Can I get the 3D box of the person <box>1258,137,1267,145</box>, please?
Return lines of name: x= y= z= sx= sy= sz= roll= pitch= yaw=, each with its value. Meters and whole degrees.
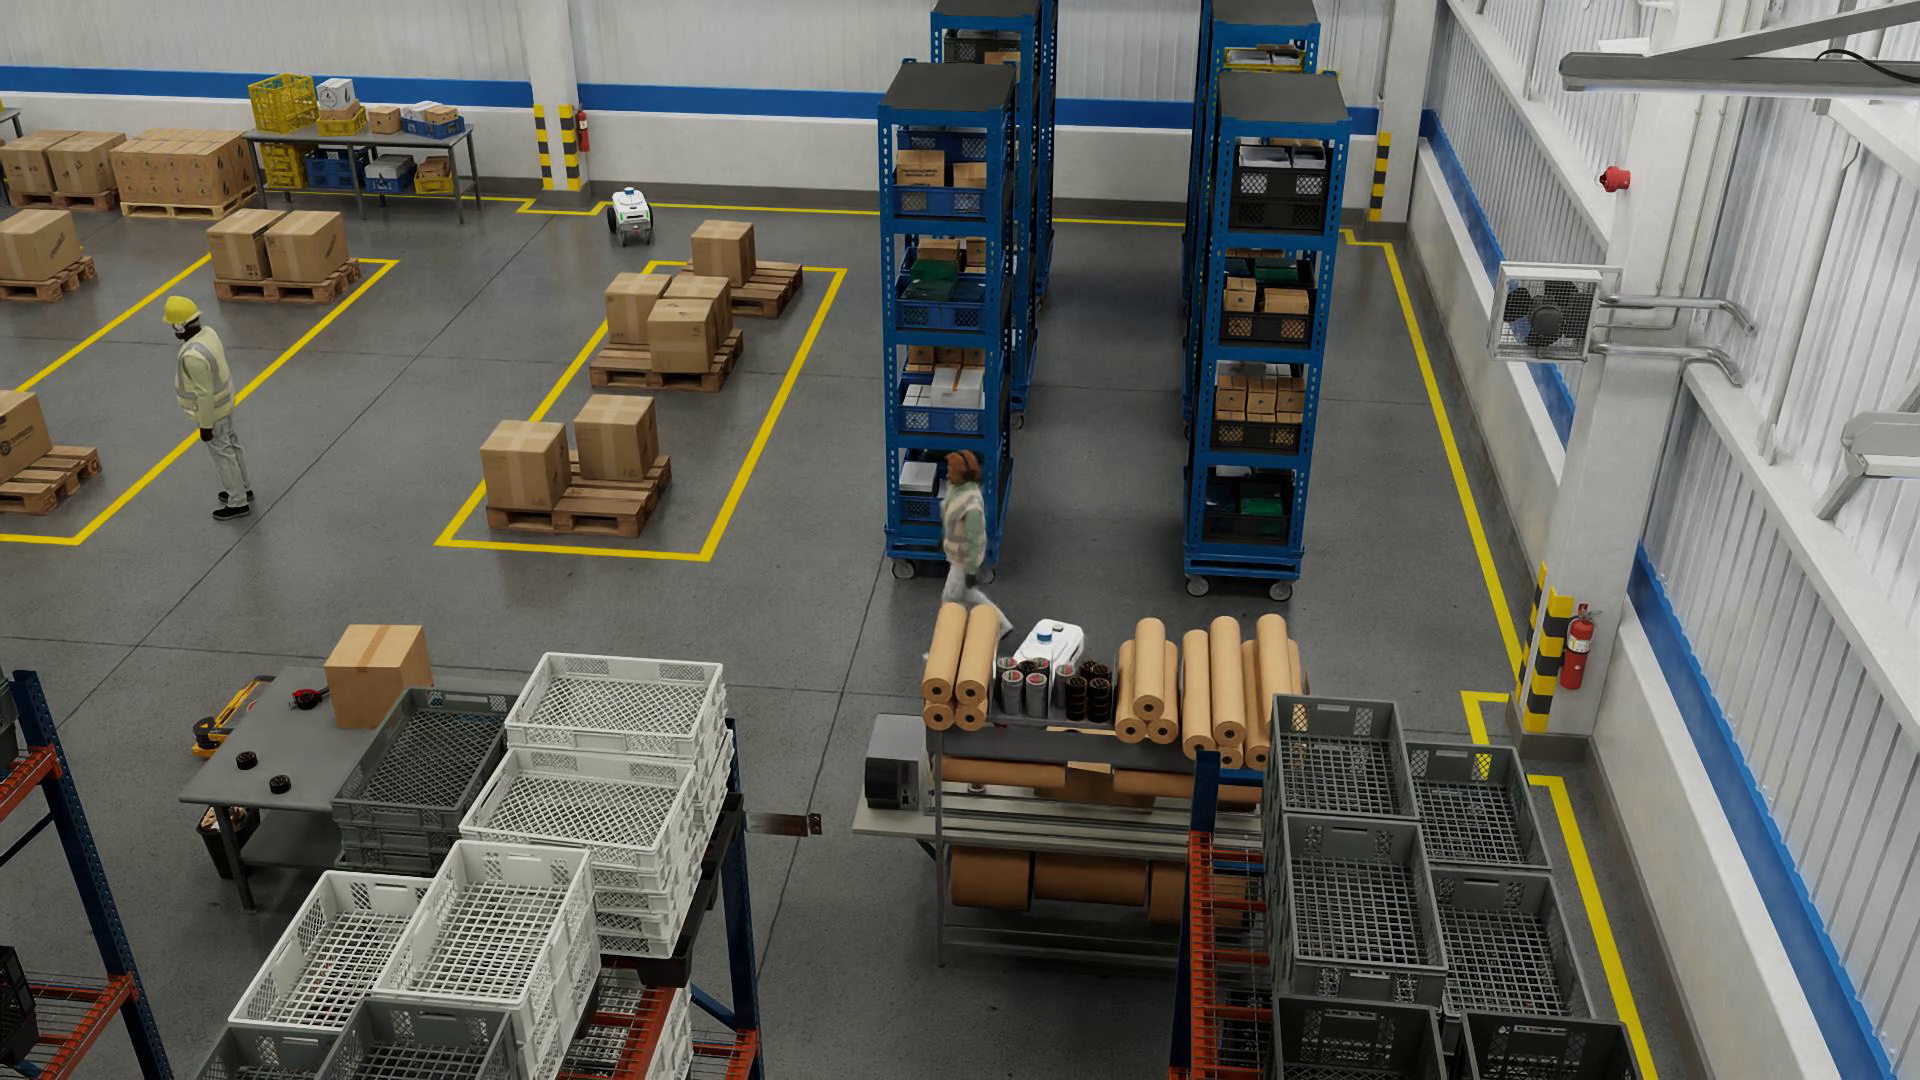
person: x=3.622 y=-4.213 z=18.241 sx=0.788 sy=1.946 sz=0.475 roll=-4 pitch=30 yaw=-7

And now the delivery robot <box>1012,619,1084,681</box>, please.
delivery robot: x=0.548 y=0.794 z=10.912 sx=0.477 sy=0.478 sz=0.707 roll=13 pitch=33 yaw=20

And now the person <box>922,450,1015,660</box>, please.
person: x=0.052 y=0.095 z=11.169 sx=0.608 sy=1.614 sz=0.534 roll=-4 pitch=30 yaw=-7

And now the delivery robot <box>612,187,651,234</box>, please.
delivery robot: x=-3.685 y=-3.706 z=18.641 sx=0.477 sy=0.478 sz=0.707 roll=-9 pitch=31 yaw=-14

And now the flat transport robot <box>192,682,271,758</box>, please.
flat transport robot: x=-4.089 y=1.163 z=10.648 sx=1.431 sy=0.197 sz=0.652 roll=3 pitch=30 yaw=6

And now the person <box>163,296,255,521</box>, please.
person: x=-5.817 y=-1.028 z=12.876 sx=0.404 sy=1.825 sz=0.601 roll=-6 pitch=31 yaw=-10
